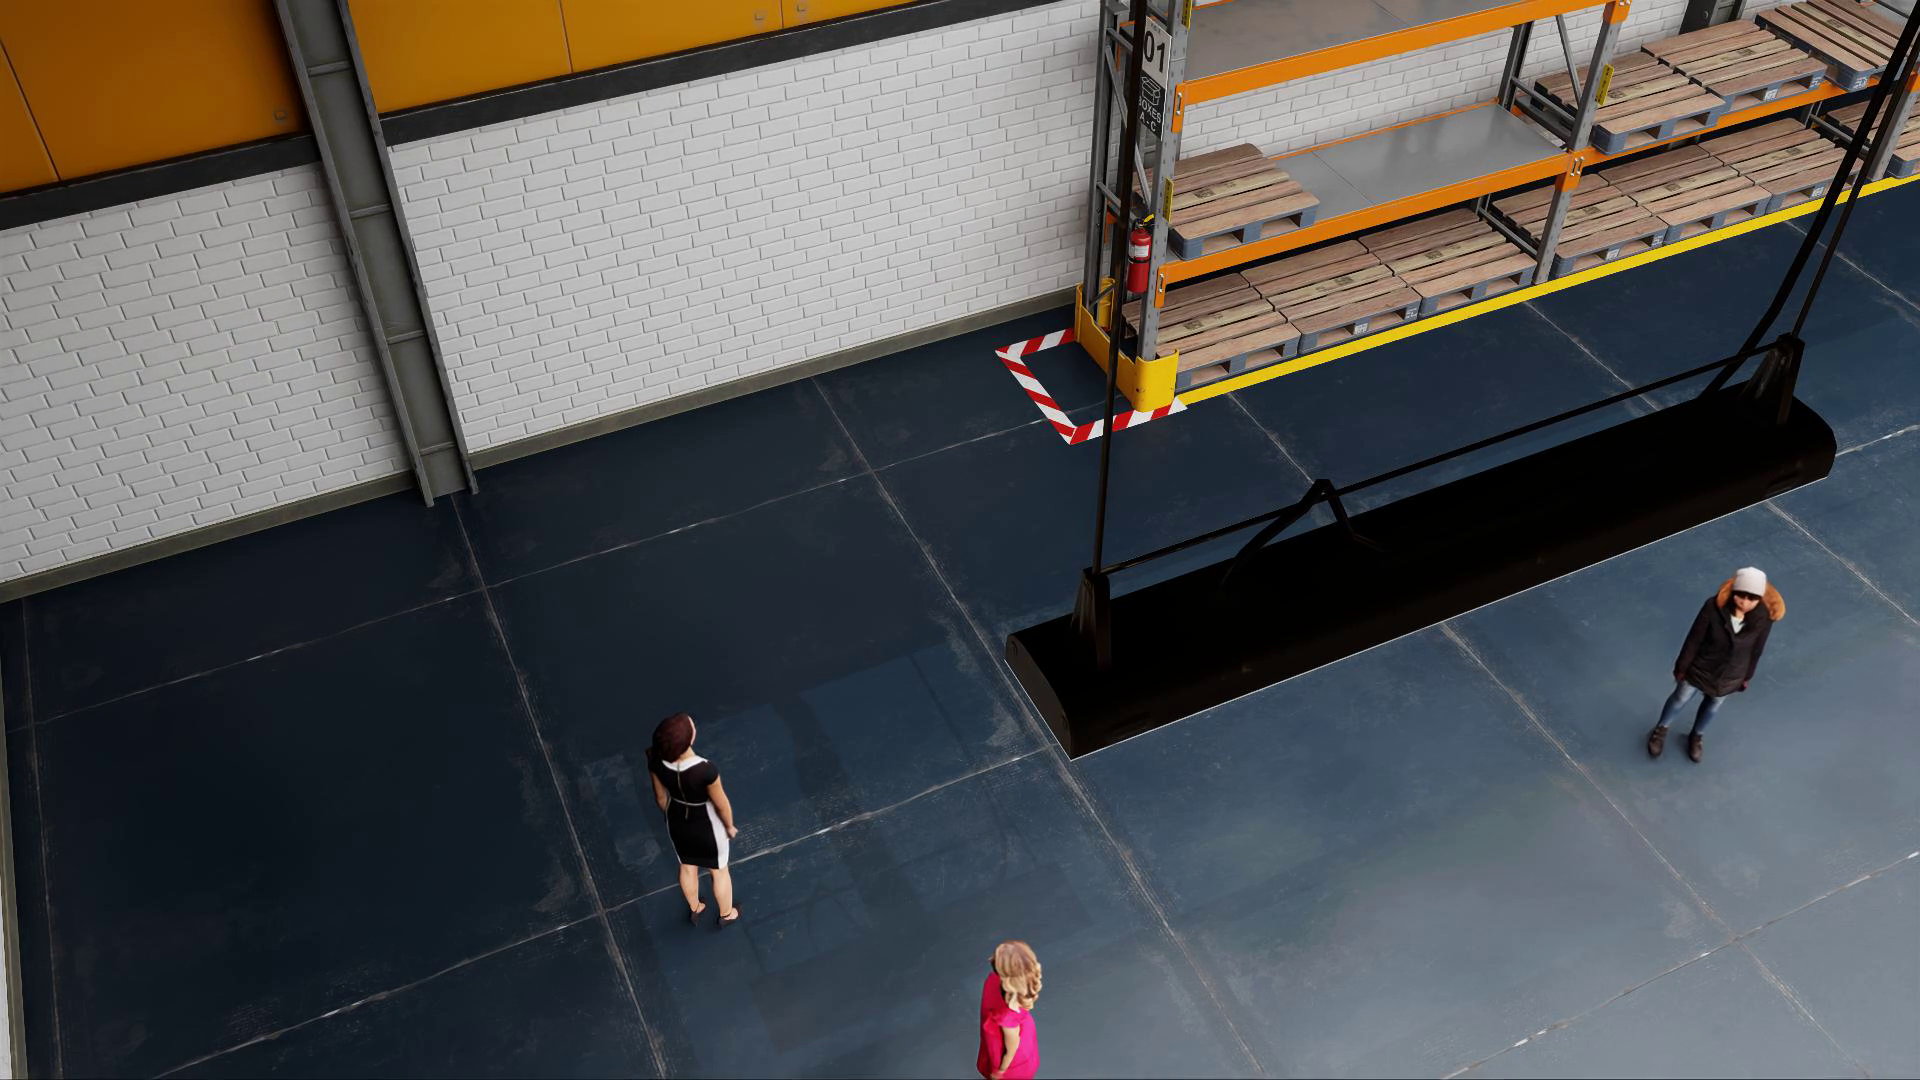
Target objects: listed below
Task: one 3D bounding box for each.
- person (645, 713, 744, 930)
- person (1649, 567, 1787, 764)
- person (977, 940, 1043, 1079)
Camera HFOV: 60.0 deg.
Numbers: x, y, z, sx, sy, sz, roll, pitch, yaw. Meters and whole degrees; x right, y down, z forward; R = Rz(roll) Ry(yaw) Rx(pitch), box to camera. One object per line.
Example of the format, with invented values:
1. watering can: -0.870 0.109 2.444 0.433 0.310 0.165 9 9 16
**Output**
1. person: -1.466 1.593 9.267 0.622 1.796 0.703 11 45 11
2. person: 4.669 0.753 10.270 0.705 1.627 0.778 11 45 11
3. person: 0.260 2.516 8.346 0.690 1.729 0.661 5 44 5
